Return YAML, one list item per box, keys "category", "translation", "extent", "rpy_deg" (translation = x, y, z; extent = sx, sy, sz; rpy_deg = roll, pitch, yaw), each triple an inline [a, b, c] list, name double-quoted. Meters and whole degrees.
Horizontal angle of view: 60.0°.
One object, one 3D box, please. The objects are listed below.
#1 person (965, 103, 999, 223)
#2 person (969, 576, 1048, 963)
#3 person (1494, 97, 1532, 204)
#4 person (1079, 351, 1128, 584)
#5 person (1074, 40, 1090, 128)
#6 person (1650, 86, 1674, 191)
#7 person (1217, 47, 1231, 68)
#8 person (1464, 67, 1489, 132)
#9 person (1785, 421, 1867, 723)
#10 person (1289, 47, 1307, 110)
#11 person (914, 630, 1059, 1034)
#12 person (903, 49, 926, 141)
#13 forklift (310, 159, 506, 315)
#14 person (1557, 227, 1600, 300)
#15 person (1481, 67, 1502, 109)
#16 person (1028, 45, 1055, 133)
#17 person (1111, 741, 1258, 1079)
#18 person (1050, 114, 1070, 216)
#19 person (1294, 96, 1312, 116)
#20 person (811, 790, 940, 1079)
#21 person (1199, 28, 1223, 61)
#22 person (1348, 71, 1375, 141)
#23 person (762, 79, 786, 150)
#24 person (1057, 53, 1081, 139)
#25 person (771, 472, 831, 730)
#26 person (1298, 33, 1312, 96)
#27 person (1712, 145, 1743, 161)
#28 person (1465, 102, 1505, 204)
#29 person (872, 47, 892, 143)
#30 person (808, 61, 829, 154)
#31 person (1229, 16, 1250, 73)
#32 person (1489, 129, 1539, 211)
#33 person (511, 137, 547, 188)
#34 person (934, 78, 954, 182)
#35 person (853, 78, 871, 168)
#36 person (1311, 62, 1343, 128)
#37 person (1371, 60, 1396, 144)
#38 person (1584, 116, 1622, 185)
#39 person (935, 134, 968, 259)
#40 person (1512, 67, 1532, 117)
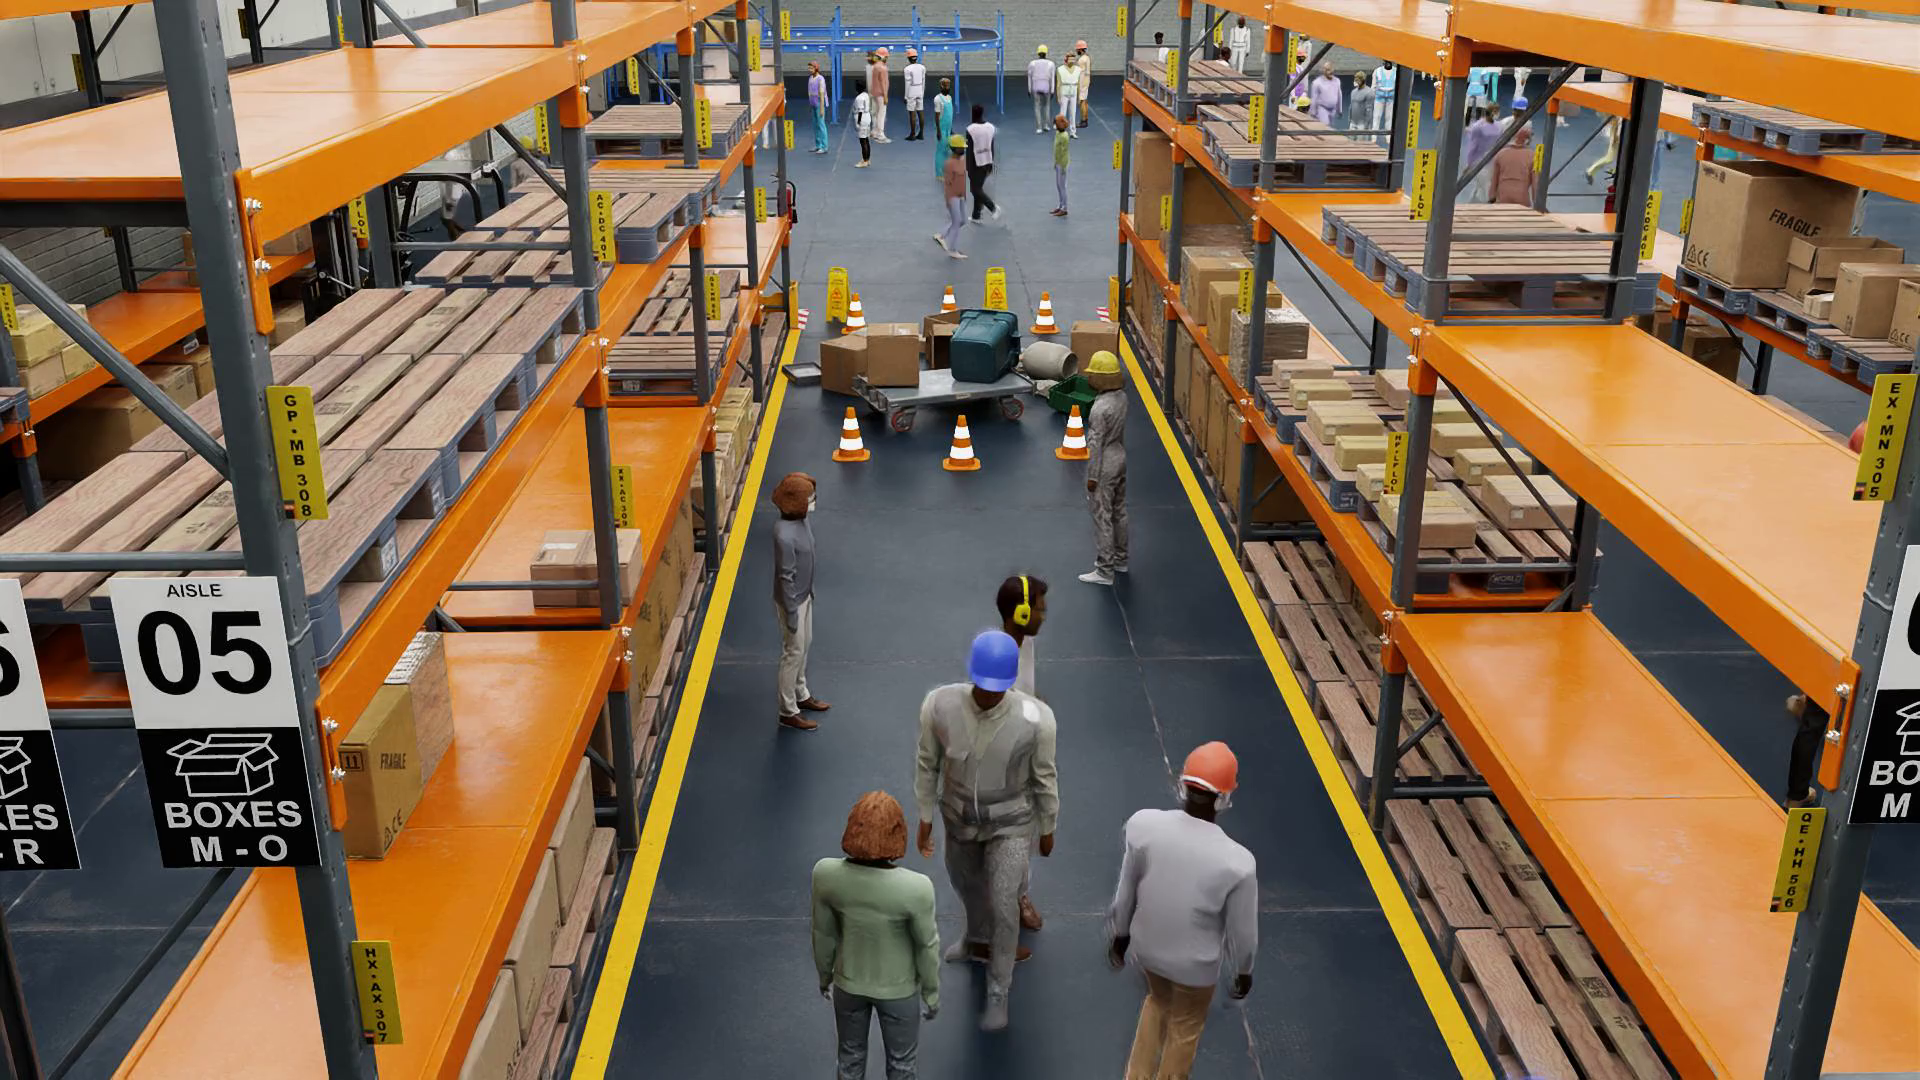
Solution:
- category: "person"
  translation: [0.357, -5.915, 26.207]
  extent: [0.733, 1.891, 0.589]
  rpy_deg: [19, 28, 41]
- category: "person"
  translation: [0.226, 1.064, 7.834]
  extent: [0.376, 1.837, 0.594]
  rpy_deg: [10, 23, 25]
- category: "person"
  translation: [8.894, -6.096, 26.652]
  extent: [0.611, 1.912, 0.895]
  rpy_deg: [-3, 21, -9]
- category: "person"
  translation: [1.053, -0.537, 12.206]
  extent: [0.332, 1.735, 0.485]
  rpy_deg: [11, 23, 26]
- category: "person"
  translation: [2.770, -10.422, 38.044]
  extent: [0.374, 1.935, 0.552]
  rpy_deg: [6, 22, 16]
- category: "person"
  translation: [11.977, -6.862, 28.691]
  extent: [0.442, 1.906, 0.610]
  rpy_deg: [19, 28, 41]
- category: "person"
  translation: [5.768, -9.922, 36.774]
  extent: [0.413, 1.906, 0.599]
  rpy_deg: [-7, 22, -18]
- category: "person"
  translation: [11.547, -9.978, 37.203]
  extent: [0.536, 1.696, 0.322]
  rpy_deg: [18, 27, 39]
- category: "person"
  translation: [5.205, 0.313, 9.591]
  extent: [0.618, 2.006, 1.003]
  rpy_deg: [1, 21, 1]
- category: "person"
  translation: [7.322, -9.696, 36.119]
  extent: [0.348, 1.942, 0.548]
  rpy_deg: [12, 24, 28]
- category: "person"
  translation: [0.142, 1.196, 7.397]
  extent: [0.625, 1.910, 0.731]
  rpy_deg: [6, 22, 16]
- category: "person"
  translation: [-1.005, -9.613, 35.922]
  extent: [0.542, 1.927, 0.374]
  rpy_deg: [-17, 27, -38]
- category: "forklift"
  translation: [-5.622, -2.910, 17.832]
  extent: [2.313, 2.155, 1.214]
  rpy_deg: [-1, 21, -1]
- category: "person"
  translation: [5.950, -2.161, 16.370]
  extent: [0.557, 1.824, 0.903]
  rpy_deg: [-5, 21, -13]
- category: "person"
  translation: [13.304, -11.708, 41.685]
  extent: [0.528, 1.765, 0.328]
  rpy_deg: [2, 21, 4]
- category: "person"
  translation: [1.823, -10.105, 37.251]
  extent: [0.599, 1.899, 0.741]
  rpy_deg: [2, 21, 4]
- category: "person"
  translation: [0.895, 1.596, 6.564]
  extent: [0.584, 1.726, 0.406]
  rpy_deg: [16, 26, 36]
- category: "person"
  translation: [1.637, -6.087, 27.024]
  extent: [0.285, 1.628, 0.503]
  rpy_deg: [-3, 21, -9]
- category: "person"
  translation: [5.842, -6.661, 28.368]
  extent: [0.366, 1.755, 0.534]
  rpy_deg: [2, 21, 6]
- category: "person"
  translation: [-0.320, 1.712, 6.395]
  extent: [0.503, 1.632, 0.271]
  rpy_deg: [6, 22, 16]
- category: "person"
  translation: [6.971, -13.467, 45.949]
  extent: [0.688, 2.000, 0.536]
  rpy_deg: [13, 24, 31]
- category: "person"
  translation: [7.414, -7.708, 30.893]
  extent: [0.384, 1.928, 0.635]
  rpy_deg: [-9, 22, -22]
- category: "person"
  translation: [-3.955, -9.015, 34.511]
  extent: [0.695, 1.804, 0.607]
  rpy_deg: [-5, 21, -13]
- category: "person"
  translation: [2.348, -9.640, 36.127]
  extent: [0.563, 1.834, 0.404]
  rpy_deg: [-8, 22, -21]
- category: "person"
  translation: [-0.970, 0.361, 9.982]
  extent: [0.298, 1.622, 0.507]
  rpy_deg: [2, 21, 5]
- category: "person"
  translation: [9.186, -12.785, 44.578]
  extent: [0.320, 1.737, 0.483]
  rpy_deg: [-11, 23, -27]
- category: "person"
  translation: [11.510, -5.529, 25.266]
  extent: [0.598, 1.822, 0.559]
  rpy_deg: [4, 21, 10]
- category: "person"
  translation: [8.319, -5.895, 26.112]
  extent: [0.655, 1.902, 0.877]
  rpy_deg: [-12, 24, -29]
- category: "person"
  translation: [-1.674, -9.519, 35.601]
  extent: [0.401, 1.986, 0.605]
  rpy_deg: [-7, 22, -17]
- category: "person"
  translation: [-2.906, -8.860, 34.064]
  extent: [0.394, 1.836, 0.561]
  rpy_deg: [-12, 24, -29]
- category: "person"
  translation: [8.024, -14.066, 47.779]
  extent: [0.587, 1.871, 0.425]
  rpy_deg: [5, 21, 13]
- category: "person"
  translation: [7.768, -4.786, 23.252]
  extent: [0.716, 1.870, 0.634]
  rpy_deg: [14, 25, 32]
- category: "person"
  translation: [-6.111, -4.863, 23.682]
  extent: [0.499, 1.702, 0.888]
  rpy_deg: [-7, 22, -18]
- category: "person"
  translation: [-0.284, -7.531, 30.532]
  extent: [0.344, 1.846, 0.506]
  rpy_deg: [11, 23, 26]
- category: "person"
  translation: [-1.891, -8.049, 32.105]
  extent: [0.321, 1.697, 0.530]
  rpy_deg: [4, 21, 11]
- category: "person"
  translation: [7.339, -8.655, 33.468]
  extent: [0.643, 1.882, 0.899]
  rpy_deg: [-10, 23, -24]
- category: "person"
  translation: [9.060, -9.381, 35.426]
  extent: [0.634, 1.842, 0.429]
  rpy_deg: [3, 21, 9]
- category: "person"
  translation: [11.731, -7.224, 29.763]
  extent: [0.577, 1.823, 0.838]
  rpy_deg: [-19, 28, -41]
- category: "person"
  translation: [-0.107, -4.902, 23.713]
  extent: [0.489, 1.748, 0.537]
  rpy_deg: [10, 23, 24]
- category: "person"
  translation: [13.479, -11.089, 39.808]
  extent: [0.411, 1.937, 0.605]
  rpy_deg: [6, 22, 16]
